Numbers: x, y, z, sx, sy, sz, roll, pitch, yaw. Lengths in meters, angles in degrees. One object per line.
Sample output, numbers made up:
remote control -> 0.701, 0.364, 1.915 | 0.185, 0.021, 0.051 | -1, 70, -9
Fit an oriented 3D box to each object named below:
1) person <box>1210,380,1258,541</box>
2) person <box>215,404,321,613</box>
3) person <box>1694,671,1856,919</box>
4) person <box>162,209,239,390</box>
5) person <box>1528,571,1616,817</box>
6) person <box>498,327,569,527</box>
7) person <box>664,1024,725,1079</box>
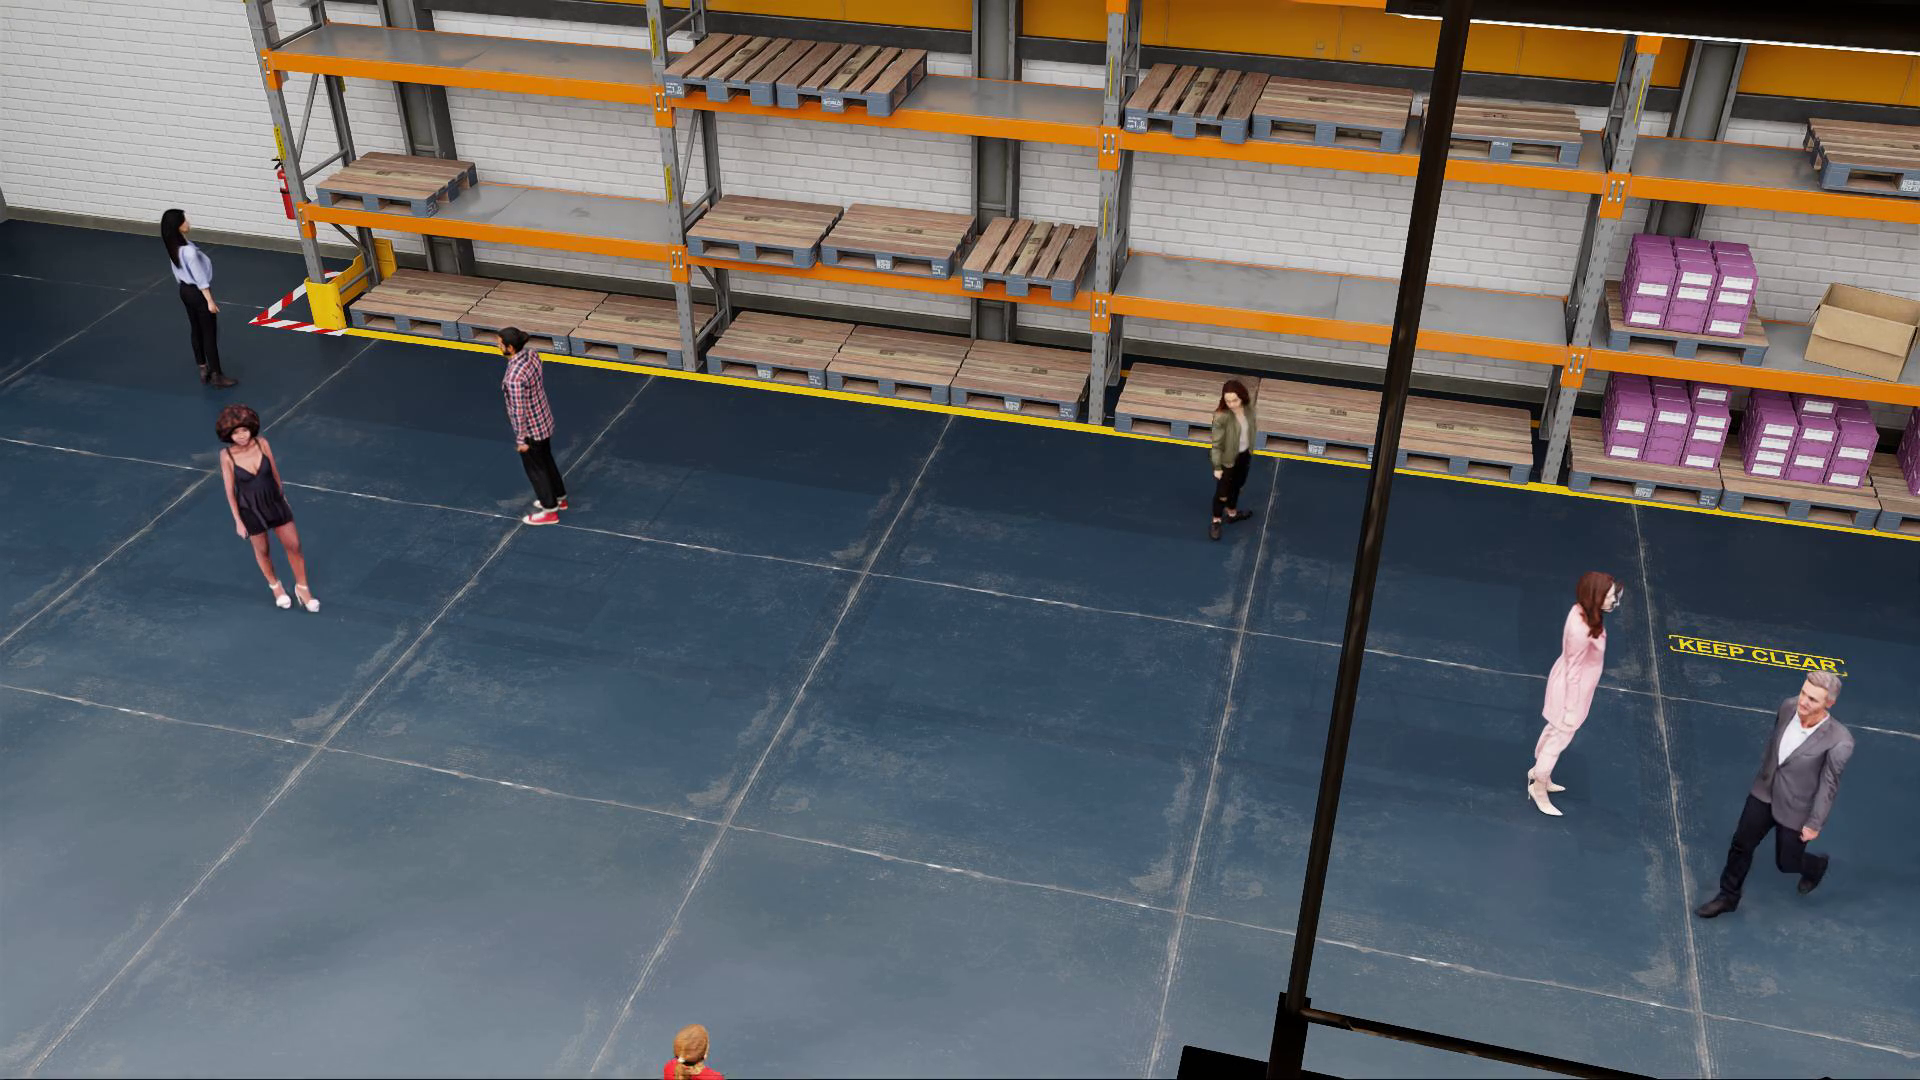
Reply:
person -> 2.208, -0.689, 13.392 | 0.759, 1.459, 0.795 | -28, 42, -35
person -> -5.262, -0.255, 12.451 | 0.775, 1.777, 0.842 | -26, 41, -33
person -> 4.909, 1.513, 9.755 | 1.198, 1.817, 1.093 | -13, 36, -18
person -> -7.110, -2.250, 15.482 | 0.655, 1.745, 0.793 | 26, 42, 34
person -> 3.880, 0.960, 10.599 | 0.559, 1.803, 0.637 | 13, 36, 19
person -> -3.469, -0.937, 13.498 | 0.616, 1.754, 0.711 | 3, 34, 4
person -> -1.307, 2.903, 8.135 | 0.668, 1.295, 0.627 | 15, 36, 21
